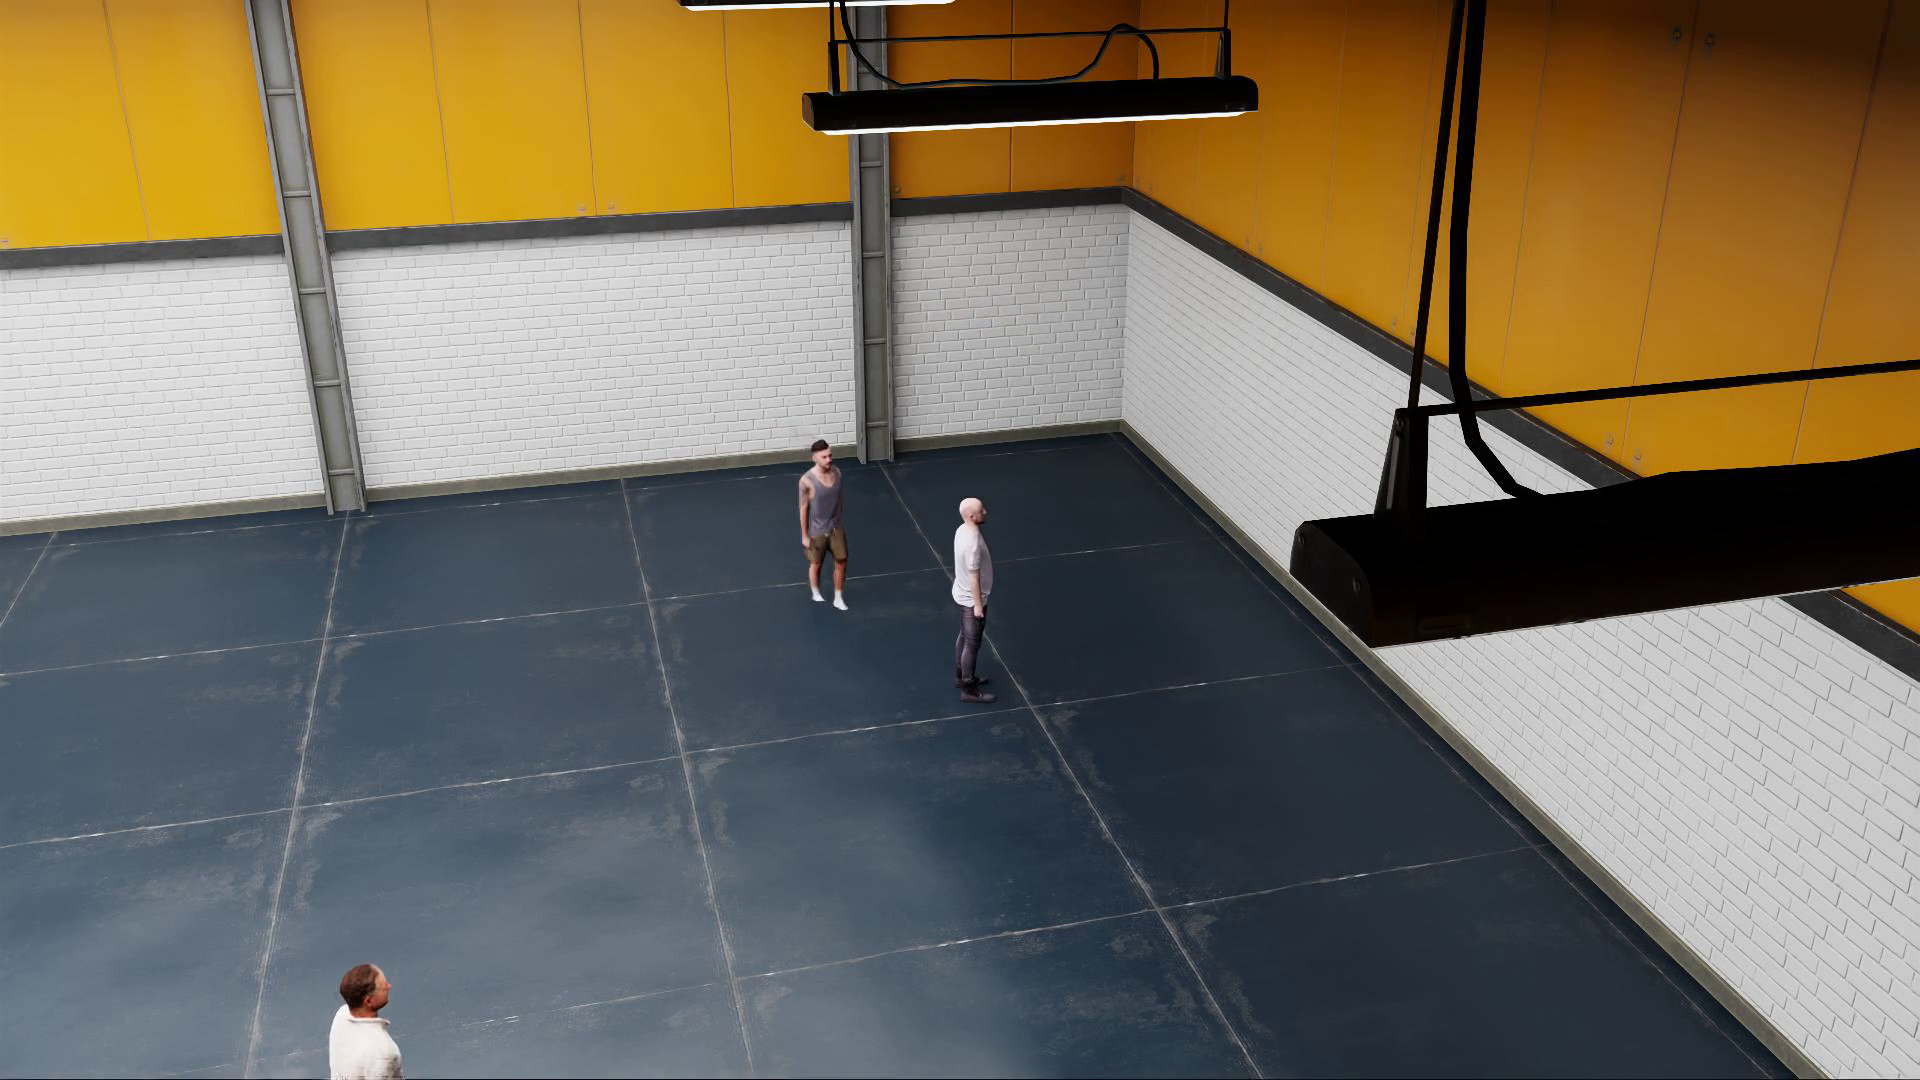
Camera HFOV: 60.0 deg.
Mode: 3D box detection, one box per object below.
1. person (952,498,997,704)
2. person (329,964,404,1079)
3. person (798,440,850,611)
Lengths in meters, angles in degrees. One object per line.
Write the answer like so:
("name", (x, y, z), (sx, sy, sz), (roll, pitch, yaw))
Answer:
("person", (0.092, 0.490, 14.262), (0.623, 1.832, 0.682), (-3, 24, -7))
("person", (-3.107, 3.008, 8.529), (1.286, 1.810, 1.037), (-20, 31, -38))
("person", (-1.363, -0.151, 16.012), (0.800, 1.824, 0.850), (-14, 27, -30))
